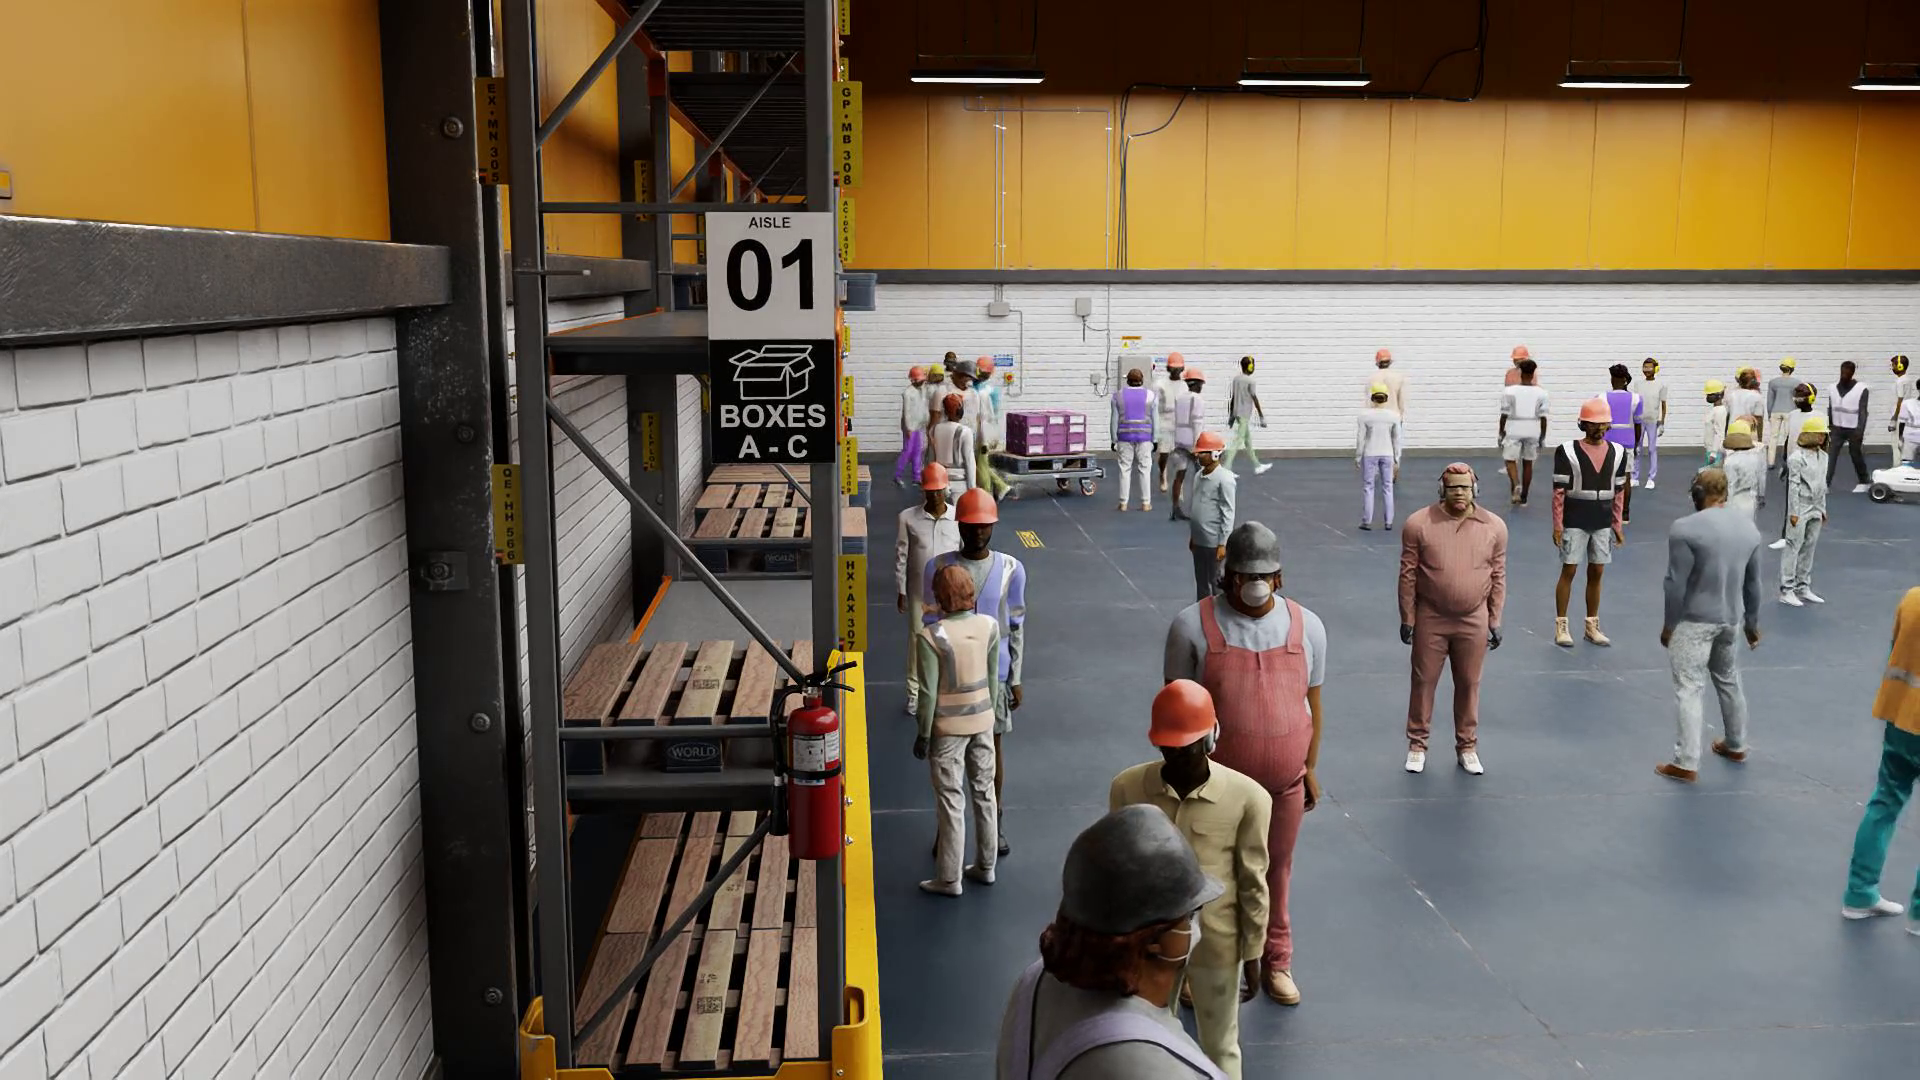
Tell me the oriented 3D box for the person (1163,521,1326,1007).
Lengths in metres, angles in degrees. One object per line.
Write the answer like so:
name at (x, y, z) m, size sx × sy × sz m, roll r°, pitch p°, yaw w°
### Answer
person at (1.196, 0.929, 6.883) m, size 0.682 × 2.000 × 0.538 m, roll -1°, pitch 9°, yaw -4°

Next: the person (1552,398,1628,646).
person at (5.145, -0.142, 13.603) m, size 0.607 × 2.044 × 0.371 m, roll -1°, pitch 9°, yaw -4°

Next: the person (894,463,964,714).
person at (-0.177, 0.335, 11.513) m, size 0.560 × 1.752 × 0.324 m, roll -1°, pitch 9°, yaw -4°

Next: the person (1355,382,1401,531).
person at (4.969, -0.991, 19.803) m, size 0.533 × 1.767 × 0.327 m, roll 0°, pitch 9°, yaw 0°

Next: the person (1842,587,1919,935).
person at (4.405, 0.894, 7.616) m, size 0.408 × 1.877 × 0.643 m, roll -1°, pitch 9°, yaw -6°

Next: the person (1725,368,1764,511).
person at (10.071, -1.284, 21.393) m, size 0.328 × 1.842 × 0.515 m, roll -7°, pitch 11°, yaw -36°

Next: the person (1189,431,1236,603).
person at (2.055, -0.028, 13.792) m, size 0.329 × 1.751 × 0.566 m, roll -4°, pitch 10°, yaw -23°

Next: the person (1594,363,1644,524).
person at (8.000, -1.170, 20.295) m, size 0.602 × 1.967 × 0.368 m, roll 1°, pitch 9°, yaw 9°

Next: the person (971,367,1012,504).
person at (0.316, -1.328, 21.522) m, size 0.602 × 1.896 × 0.623 m, roll 0°, pitch 9°, yaw -3°

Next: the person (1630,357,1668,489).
person at (9.785, -1.664, 23.693) m, size 0.520 × 1.873 × 0.328 m, roll 9°, pitch 12°, yaw 43°

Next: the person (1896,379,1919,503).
person at (12.745, -1.322, 22.098) m, size 0.538 × 1.696 × 0.317 m, roll 3°, pitch 10°, yaw 20°

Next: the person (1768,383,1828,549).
person at (9.230, -0.794, 18.258) m, size 0.326 × 1.865 × 0.518 m, roll -4°, pitch 10°, yaw -26°

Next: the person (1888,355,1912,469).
person at (13.789, -1.784, 24.479) m, size 0.329 × 1.865 × 0.508 m, roll 7°, pitch 12°, yaw 38°

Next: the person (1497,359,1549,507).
person at (7.343, -1.382, 21.666) m, size 0.621 × 1.951 × 0.590 m, roll 2°, pitch 9°, yaw 10°

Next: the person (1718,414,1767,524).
person at (7.909, -0.456, 16.873) m, size 0.315 × 1.633 × 0.521 m, roll -6°, pitch 11°, yaw -32°

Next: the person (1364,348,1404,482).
person at (6.255, -1.835, 24.472) m, size 0.609 × 1.970 × 0.882 m, roll 0°, pitch 9°, yaw 3°

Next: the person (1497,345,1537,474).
person at (8.581, -2.000, 25.514) m, size 0.701 × 1.965 × 0.642 m, roll -5°, pitch 10°, yaw -27°

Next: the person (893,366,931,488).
person at (-0.648, -1.635, 23.921) m, size 0.460 × 1.744 × 0.683 m, roll 4°, pitch 10°, yaw 26°

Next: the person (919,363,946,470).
person at (-0.411, -1.794, 24.948) m, size 0.491 × 1.726 × 0.490 m, roll 3°, pitch 9°, yaw 16°

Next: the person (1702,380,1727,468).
person at (9.233, -1.084, 20.411) m, size 0.322 × 1.761 × 0.522 m, roll 3°, pitch 10°, yaw 18°

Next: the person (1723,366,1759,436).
person at (10.964, -1.562, 23.384) m, size 0.523 × 1.769 × 0.309 m, roll -1°, pitch 9°, yaw -4°

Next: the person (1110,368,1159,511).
person at (2.248, -1.290, 21.448) m, size 0.634 × 1.839 × 0.429 m, roll 1°, pitch 9°, yaw 3°

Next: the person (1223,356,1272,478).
person at (4.329, -1.841, 24.993) m, size 0.988 × 1.816 × 0.538 m, roll -3°, pitch 10°, yaw -21°

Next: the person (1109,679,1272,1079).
person at (0.727, 1.304, 5.456) m, size 0.561 × 1.745 × 0.347 m, roll 4°, pitch 10°, yaw 21°

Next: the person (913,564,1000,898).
person at (-0.010, 0.931, 8.138) m, size 0.515 × 1.636 × 0.315 m, roll -8°, pitch 12°, yaw -40°

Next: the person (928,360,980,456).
person at (-0.032, -1.258, 20.618) m, size 0.744 × 2.000 × 0.544 m, roll -6°, pitch 11°, yaw -32°

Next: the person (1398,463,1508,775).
person at (2.995, 0.479, 10.130) m, size 0.643 × 1.909 × 0.409 m, roll 1°, pitch 9°, yaw 6°

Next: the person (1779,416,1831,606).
person at (7.822, -0.270, 15.341) m, size 0.487 × 1.746 × 0.287 m, roll -5°, pitch 10°, yaw -29°

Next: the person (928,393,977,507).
person at (-0.058, -0.501, 16.352) m, size 0.575 × 1.884 × 0.355 m, roll 8°, pitch 12°, yaw 42°

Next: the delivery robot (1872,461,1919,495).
delivery robot at (12.557, -0.804, 22.123) m, size 0.707 × 0.478 × 0.477 m, roll 7°, pitch 11°, yaw 38°

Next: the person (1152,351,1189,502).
person at (2.887, -1.553, 22.537) m, size 0.618 × 2.019 × 0.802 m, roll 0°, pitch 9°, yaw 3°

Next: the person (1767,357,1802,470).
person at (12.831, -1.961, 25.887) m, size 0.316 × 1.769 × 0.523 m, roll -8°, pitch 12°, yaw -42°

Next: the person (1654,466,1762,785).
person at (4.613, 0.493, 10.156) m, size 0.790 × 1.891 × 0.572 m, roll -3°, pitch 10°, yaw -19°

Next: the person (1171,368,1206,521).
person at (2.886, -1.188, 20.688) m, size 0.813 × 1.878 × 0.549 m, roll -7°, pitch 11°, yaw -37°

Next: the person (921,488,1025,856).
person at (0.072, 0.690, 8.691) m, size 0.544 × 1.943 × 0.347 m, roll -1°, pitch 9°, yaw -4°

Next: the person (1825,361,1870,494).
person at (12.293, -1.548, 23.043) m, size 1.023 × 1.868 × 0.643 m, roll -6°, pitch 11°, yaw -31°
